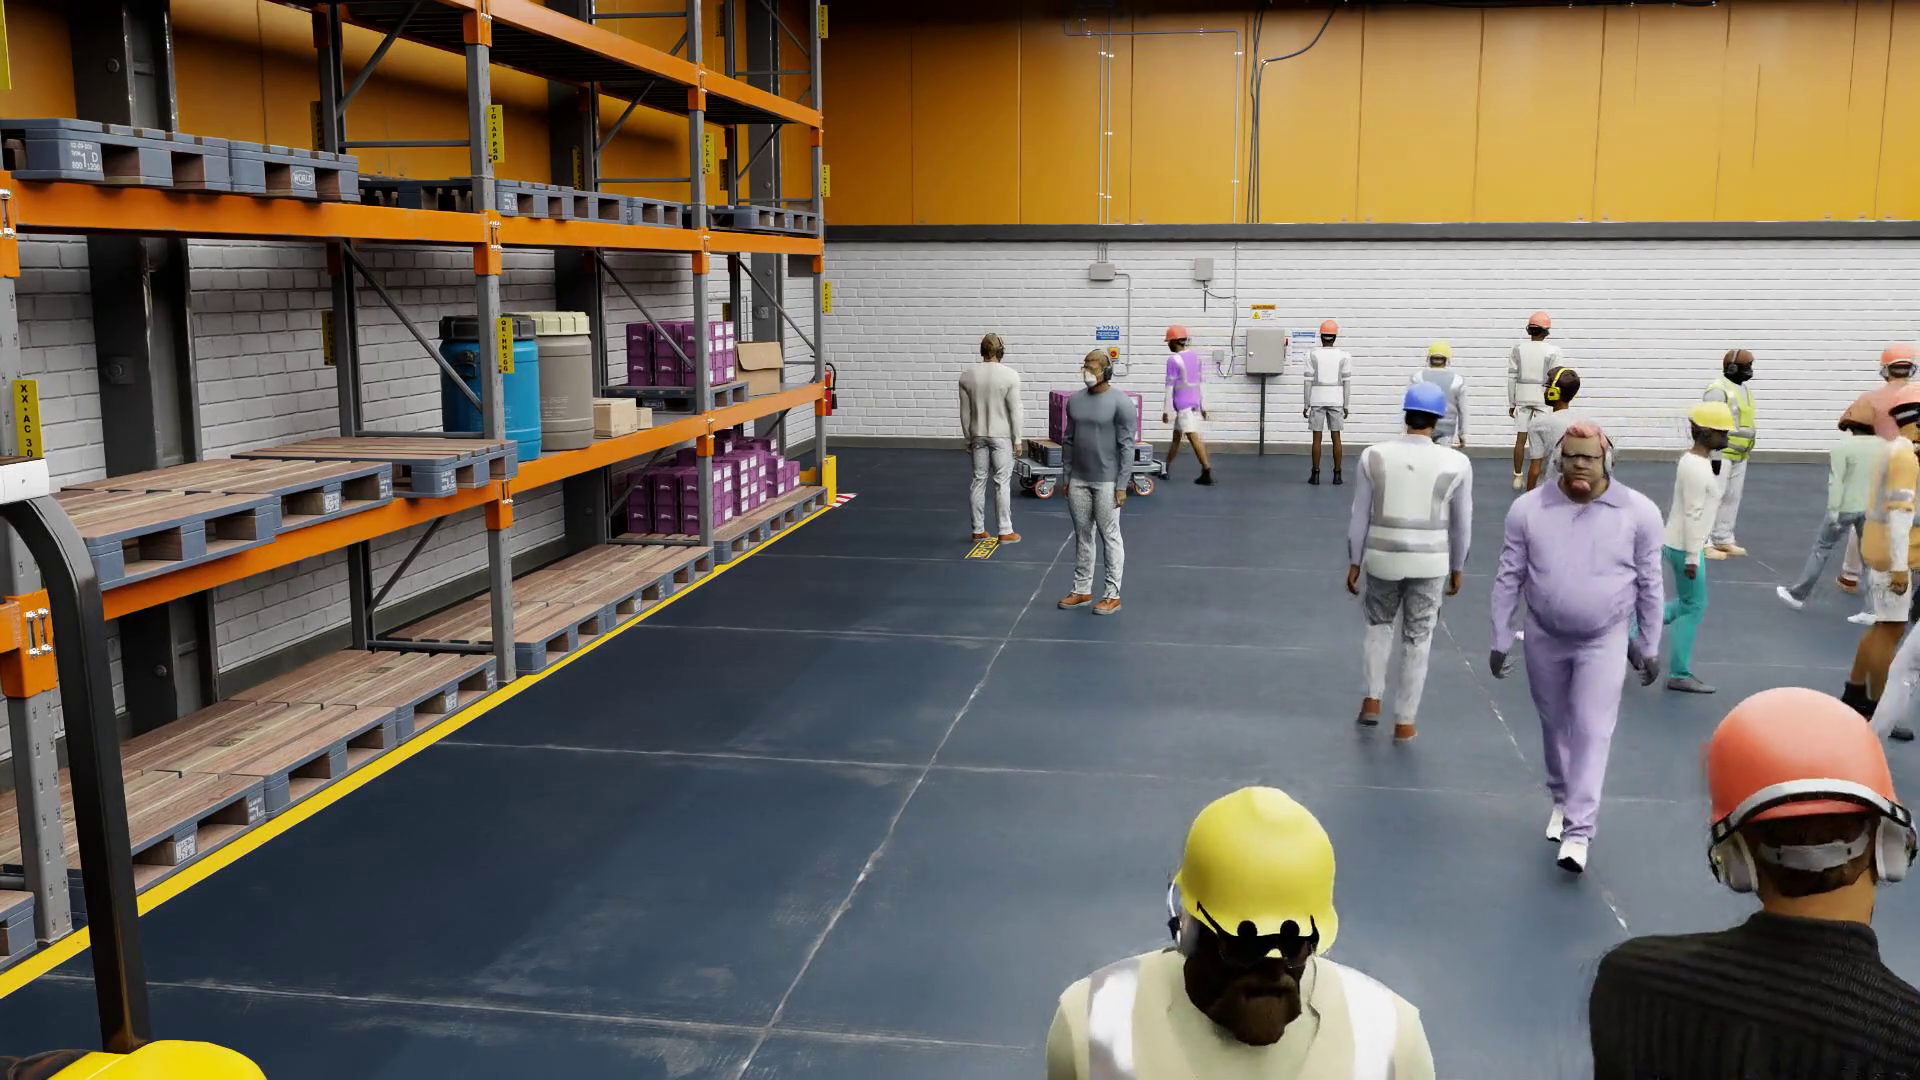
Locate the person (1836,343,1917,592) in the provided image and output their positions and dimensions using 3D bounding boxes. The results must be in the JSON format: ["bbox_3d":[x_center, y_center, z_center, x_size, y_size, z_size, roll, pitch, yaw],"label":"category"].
[{"bbox_3d":[7.040,-0.512,12.651,0.609,1.952,0.933,2,9,13],"label":"person"}]

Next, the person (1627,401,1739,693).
[{"bbox_3d":[4.294,0.040,9.895,0.539,1.743,0.556,3,10,18],"label":"person"}]

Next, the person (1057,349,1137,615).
[{"bbox_3d":[0.997,-0.428,12.201,0.631,1.940,0.372,8,12,41],"label":"person"}]

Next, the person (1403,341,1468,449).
[{"bbox_3d":[4.800,-1.103,16.805,0.628,1.791,0.876,2,10,14],"label":"person"}]

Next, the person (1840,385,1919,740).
[{"bbox_3d":[5.071,0.113,9.051,0.391,1.888,0.668,5,10,27],"label":"person"}]

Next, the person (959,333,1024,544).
[{"bbox_3d":[0.295,-0.925,15.270,0.632,1.940,0.372,5,10,27],"label":"person"}]

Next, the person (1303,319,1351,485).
[{"bbox_3d":[4.288,-1.610,19.494,0.547,1.938,0.379,1,9,6],"label":"person"}]

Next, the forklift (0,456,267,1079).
[{"bbox_3d":[-2.328,0.975,2.765,2.313,2.155,1.214,1,9,9],"label":"forklift"}]

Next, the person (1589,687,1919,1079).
[{"bbox_3d":[1.126,1.185,2.208,0.444,1.953,0.671,-6,11,-34],"label":"person"}]

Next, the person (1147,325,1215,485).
[{"bbox_3d":[2.631,-1.595,19.611,1.053,1.868,0.551,8,12,42],"label":"person"}]

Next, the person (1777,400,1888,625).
[{"bbox_3d":[6.389,-0.215,11.978,0.495,1.573,0.862,-2,9,-11],"label":"person"}]

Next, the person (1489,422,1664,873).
[{"bbox_3d":[2.566,0.445,7.021,0.675,1.863,0.962,6,11,31],"label":"person"}]

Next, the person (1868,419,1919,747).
[{"bbox_3d":[4.693,0.296,8.092,0.930,1.819,0.561,9,13,42],"label":"person"}]

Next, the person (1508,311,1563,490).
[{"bbox_3d":[6.556,-1.578,18.973,0.607,2.044,0.378,6,11,34],"label":"person"}]

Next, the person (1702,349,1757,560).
[{"bbox_3d":[6.694,-0.745,14.501,0.626,1.836,0.430,-7,12,-37],"label":"person"}]

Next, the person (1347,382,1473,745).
[{"bbox_3d":[2.383,0.126,8.838,0.616,1.921,0.478,4,10,23],"label":"person"}]

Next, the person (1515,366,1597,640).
[{"bbox_3d":[3.995,-0.228,11.168,0.531,1.875,0.322,-2,9,-13],"label":"person"}]

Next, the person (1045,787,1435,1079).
[{"bbox_3d":[0.421,1.233,2.431,0.610,1.778,0.935,0,9,1],"label":"person"}]
